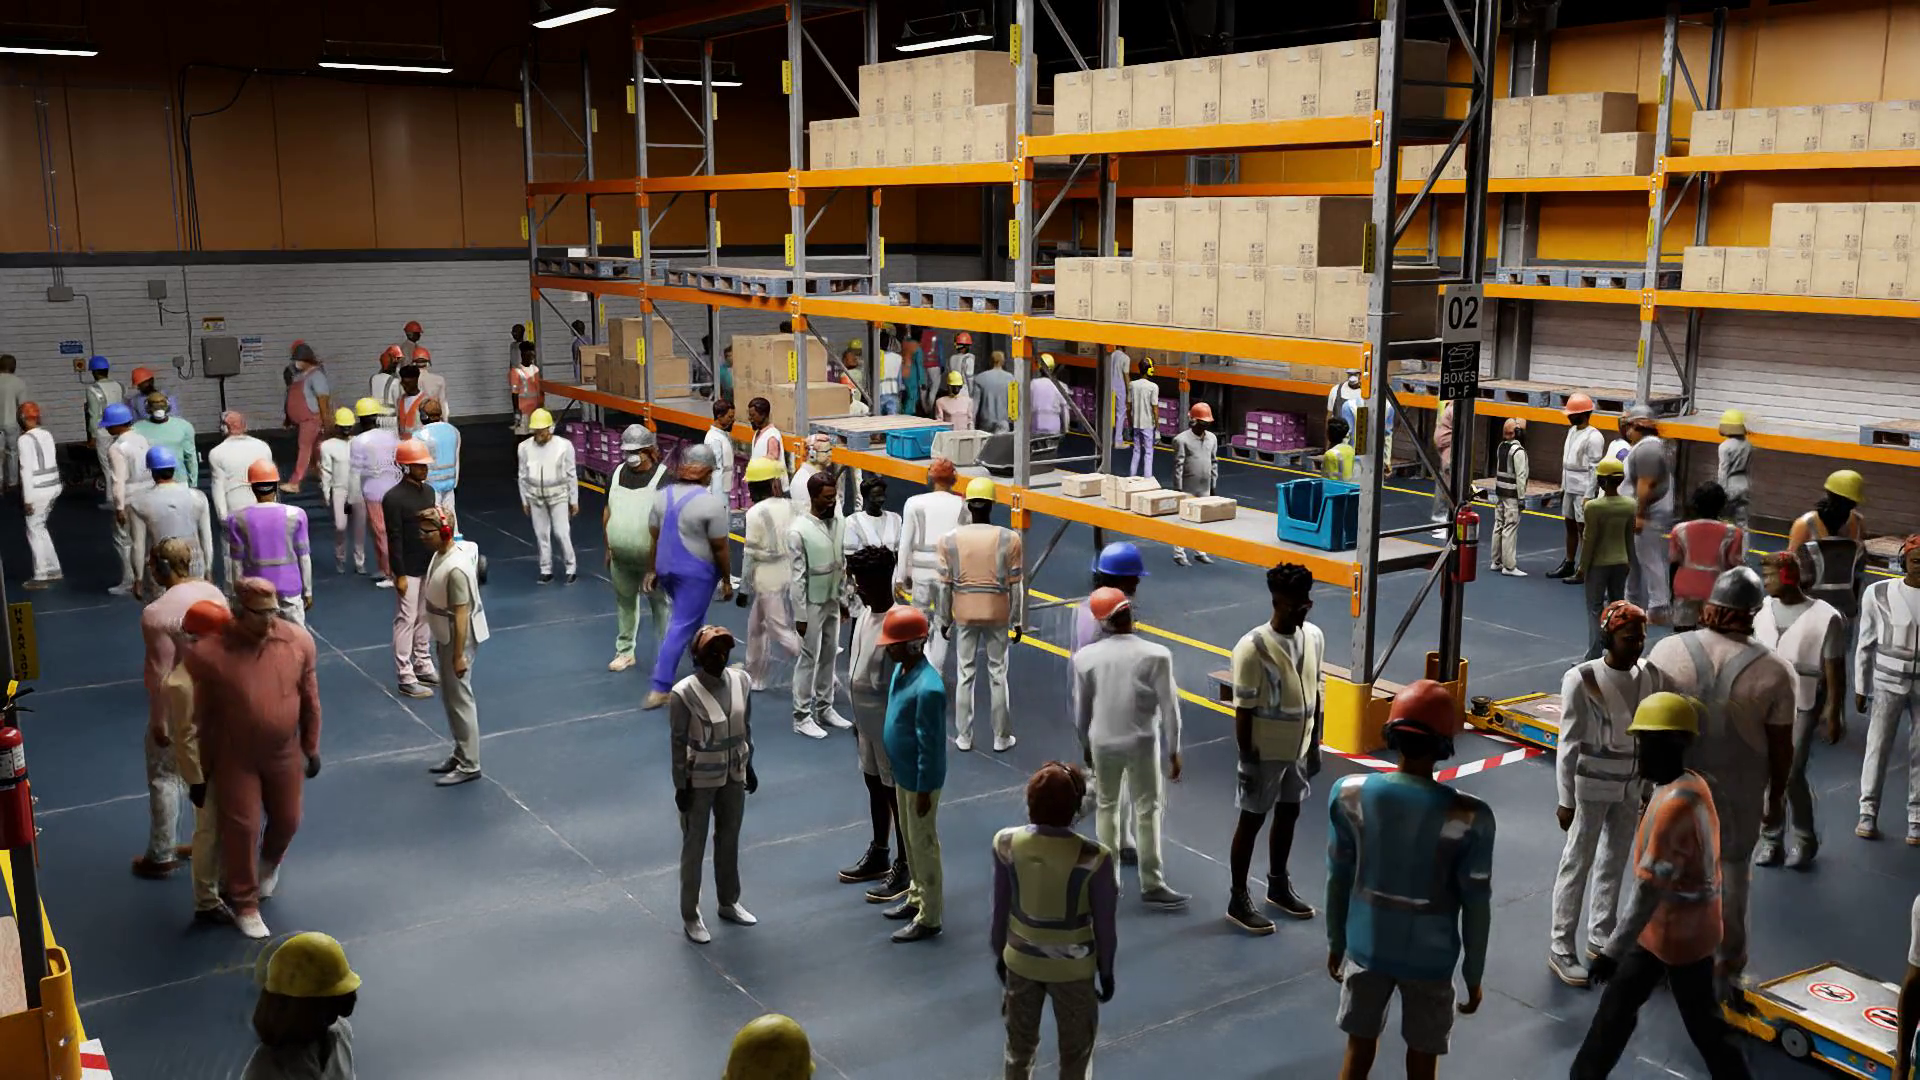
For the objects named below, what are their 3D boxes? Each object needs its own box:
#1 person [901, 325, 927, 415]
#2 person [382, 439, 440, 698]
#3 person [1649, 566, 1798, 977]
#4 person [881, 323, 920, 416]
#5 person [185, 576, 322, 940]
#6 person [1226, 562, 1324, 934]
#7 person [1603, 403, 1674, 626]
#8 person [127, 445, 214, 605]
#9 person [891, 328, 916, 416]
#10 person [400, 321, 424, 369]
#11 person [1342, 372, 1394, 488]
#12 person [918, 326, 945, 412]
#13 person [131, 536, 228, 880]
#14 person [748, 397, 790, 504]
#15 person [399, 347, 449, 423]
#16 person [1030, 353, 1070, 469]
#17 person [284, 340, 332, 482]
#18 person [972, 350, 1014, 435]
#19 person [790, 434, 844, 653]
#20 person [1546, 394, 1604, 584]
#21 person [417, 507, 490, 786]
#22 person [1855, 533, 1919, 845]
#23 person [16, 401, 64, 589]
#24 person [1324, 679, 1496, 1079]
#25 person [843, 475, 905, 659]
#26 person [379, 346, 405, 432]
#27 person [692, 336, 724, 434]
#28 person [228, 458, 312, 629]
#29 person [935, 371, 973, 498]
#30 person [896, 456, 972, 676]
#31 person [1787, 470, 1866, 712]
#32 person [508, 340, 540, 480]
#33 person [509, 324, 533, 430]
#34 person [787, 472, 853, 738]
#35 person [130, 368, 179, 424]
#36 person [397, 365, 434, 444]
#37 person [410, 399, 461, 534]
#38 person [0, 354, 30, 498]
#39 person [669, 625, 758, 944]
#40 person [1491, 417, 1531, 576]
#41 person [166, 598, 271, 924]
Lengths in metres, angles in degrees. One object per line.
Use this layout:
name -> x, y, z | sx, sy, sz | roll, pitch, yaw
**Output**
person -> -0.825, -2.767, 28.459 | 0.431, 1.872, 0.702 | -5, 12, -24
person -> -4.209, 0.208, 12.902 | 0.387, 1.996, 0.611 | 3, 11, 14
person -> 3.714, 1.113, 8.155 | 0.691, 2.000, 0.537 | 8, 14, 35
person -> -1.108, -2.997, 29.526 | 1.004, 1.927, 0.626 | 7, 13, 30
person -> -3.700, 1.085, 8.722 | 0.654, 1.879, 0.642 | -10, 15, -40
person -> 1.654, 1.063, 8.644 | 0.601, 1.957, 0.378 | -8, 14, -37
person -> 6.261, -0.272, 15.246 | 0.625, 2.000, 0.721 | 4, 12, 20
person -> -6.132, 0.227, 12.961 | 0.609, 1.954, 0.407 | -9, 14, -39
person -> -1.044, -3.185, 30.697 | 0.566, 1.831, 0.418 | 7, 13, 33
person -> -8.932, -2.582, 27.219 | 0.410, 1.984, 0.616 | 1, 11, 3
person -> 4.526, -0.910, 18.492 | 0.608, 2.048, 0.364 | -2, 11, -10
person -> -0.622, -3.281, 31.192 | 0.657, 1.826, 0.667 | 2, 11, 13
person -> -4.407, 0.929, 9.405 | 0.481, 1.925, 0.636 | 3, 11, 15
person -> -1.919, -0.482, 16.667 | 0.399, 1.907, 0.603 | -4, 12, -20
person -> -7.030, -1.534, 21.856 | 0.618, 1.986, 0.408 | -3, 12, -16
person -> 1.135, -1.473, 21.695 | 0.595, 1.910, 0.453 | 3, 11, 14
person -> -9.081, -1.799, 23.176 | 0.517, 2.001, 0.637 | 9, 14, 38
person -> 0.492, -1.601, 22.430 | 0.680, 1.890, 0.969 | 1, 11, 7
person -> -1.171, 0.062, 13.874 | 0.406, 1.911, 0.639 | 2, 11, 11
person -> 6.216, -0.515, 16.779 | 0.374, 1.928, 0.542 | -2, 11, -10
person -> -3.304, 0.679, 10.905 | 0.407, 1.835, 0.568 | -6, 12, -26
person -> 5.600, 0.871, 9.833 | 0.567, 1.879, 0.352 | 5, 12, 24
person -> -9.238, -0.456, 16.656 | 0.405, 1.864, 0.605 | 0, 11, -2
person -> 1.648, 1.509, 6.167 | 0.607, 2.032, 0.414 | 6, 13, 29
person -> -0.675, 0.330, 13.045 | 0.533, 1.697, 0.319 | -7, 13, -30
person -> -8.511, -2.056, 25.108 | 0.573, 1.750, 0.331 | 9, 14, 40
person -> -4.312, -2.675, 28.539 | 0.535, 1.655, 0.876 | 2, 11, 10
person -> -5.088, 0.358, 12.319 | 0.547, 1.930, 0.391 | -4, 12, -18
person -> -0.066, -1.240, 20.902 | 0.533, 1.767, 0.325 | -5, 12, -23
person -> -0.176, 0.293, 12.803 | 0.629, 1.862, 0.502 | -1, 11, -7
person -> 6.263, 0.419, 12.085 | 0.646, 1.900, 0.451 | -3, 11, -15
person -> -6.085, -1.826, 23.391 | 0.370, 1.963, 0.608 | 4, 12, 19
person -> -7.573, -2.797, 28.670 | 0.508, 1.846, 0.345 | 7, 13, 31
person -> -1.018, 0.453, 11.887 | 0.392, 1.911, 0.584 | 6, 13, 29
person -> -9.880, -1.206, 20.514 | 0.586, 1.860, 1.015 | -2, 11, -11
person -> -6.443, -1.105, 19.725 | 0.607, 1.957, 0.364 | 7, 13, 30
person -> -5.404, -0.533, 17.092 | 0.429, 1.842, 0.633 | 5, 12, 25
person -> -12.655, -1.507, 22.000 | 0.700, 1.887, 0.963 | -2, 11, -12
person -> -1.265, 1.234, 8.566 | 0.309, 1.639, 0.523 | 10, 15, 42
person -> 5.688, -0.450, 17.176 | 0.308, 1.644, 0.514 | -1, 11, -8
person -> -3.896, 1.152, 8.731 | 0.353, 1.738, 0.575 | 0, 11, -1
